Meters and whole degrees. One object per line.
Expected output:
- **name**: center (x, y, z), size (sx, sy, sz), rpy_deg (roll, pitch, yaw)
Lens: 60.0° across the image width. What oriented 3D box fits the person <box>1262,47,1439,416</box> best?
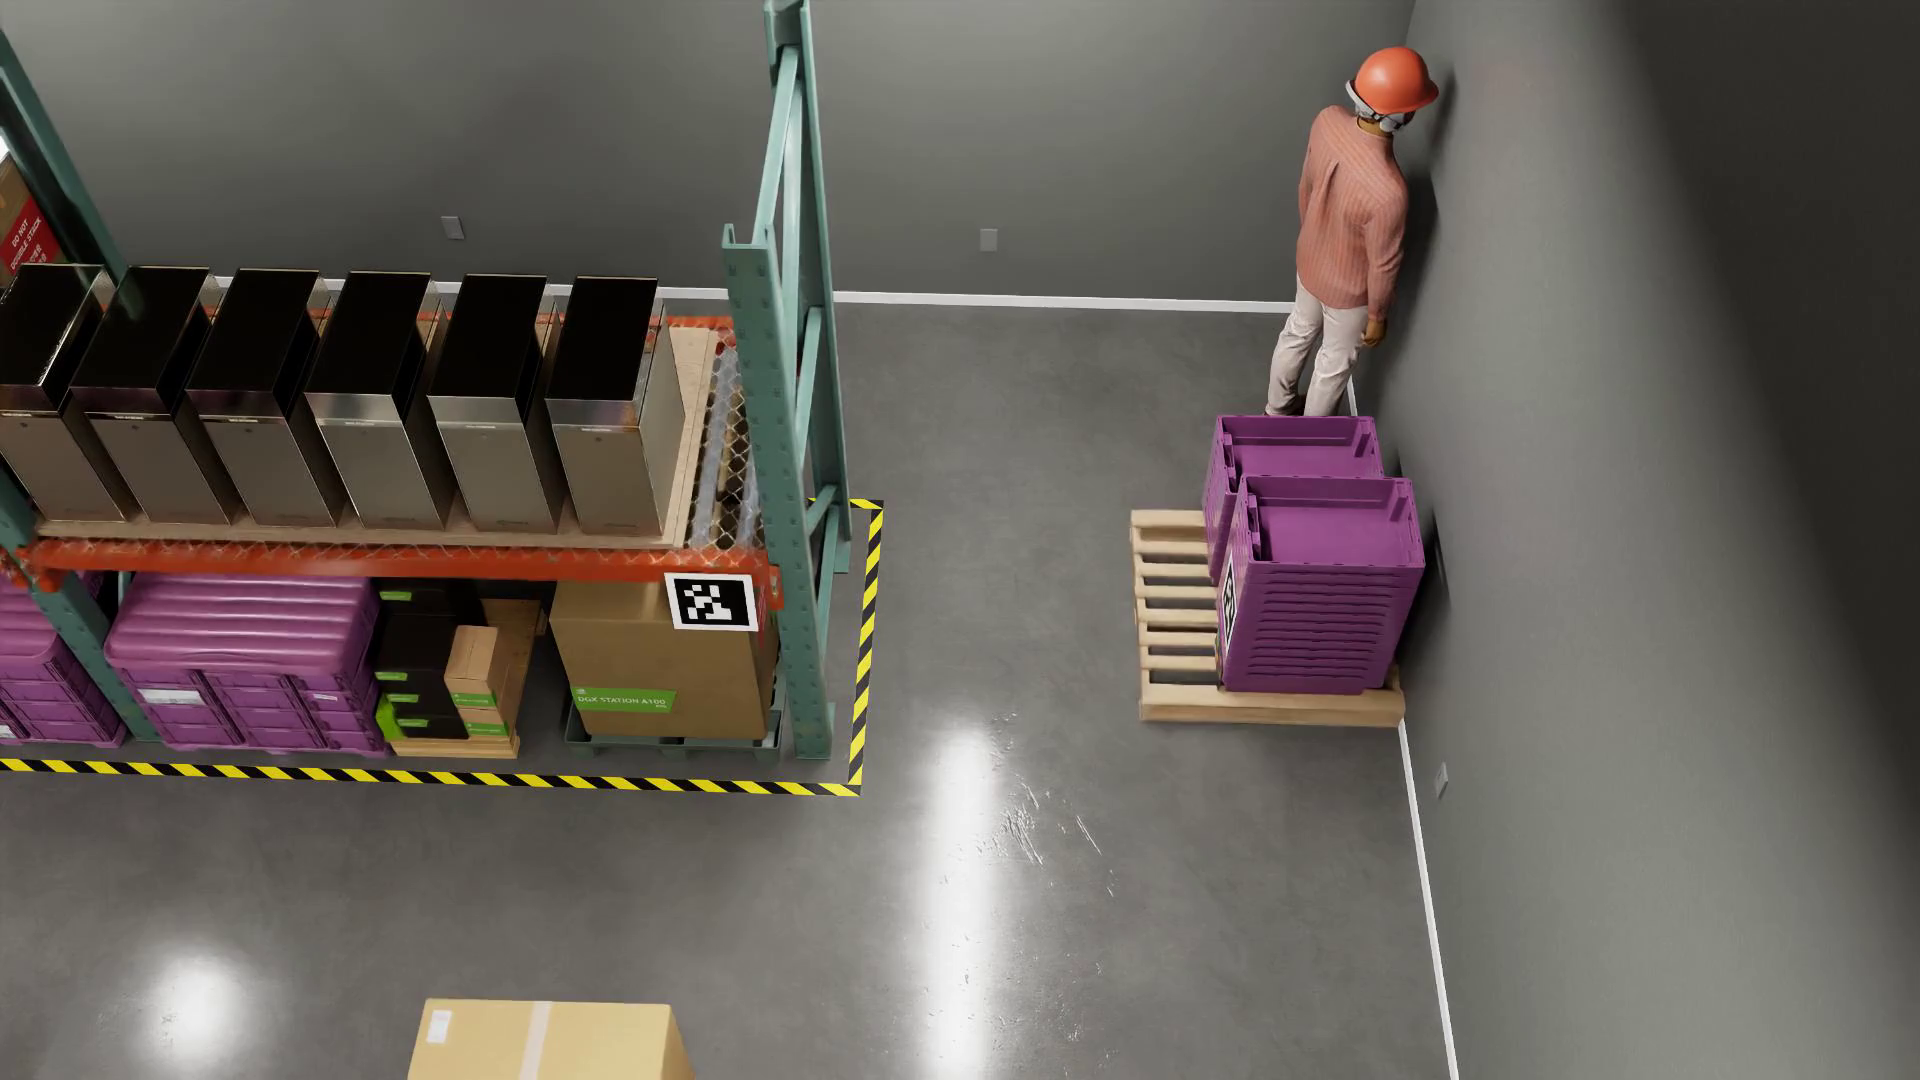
- **person**: center (1.500, -1.052, 6.486), size (0.377, 1.995, 0.612), rpy_deg (-18, 54, -14)
